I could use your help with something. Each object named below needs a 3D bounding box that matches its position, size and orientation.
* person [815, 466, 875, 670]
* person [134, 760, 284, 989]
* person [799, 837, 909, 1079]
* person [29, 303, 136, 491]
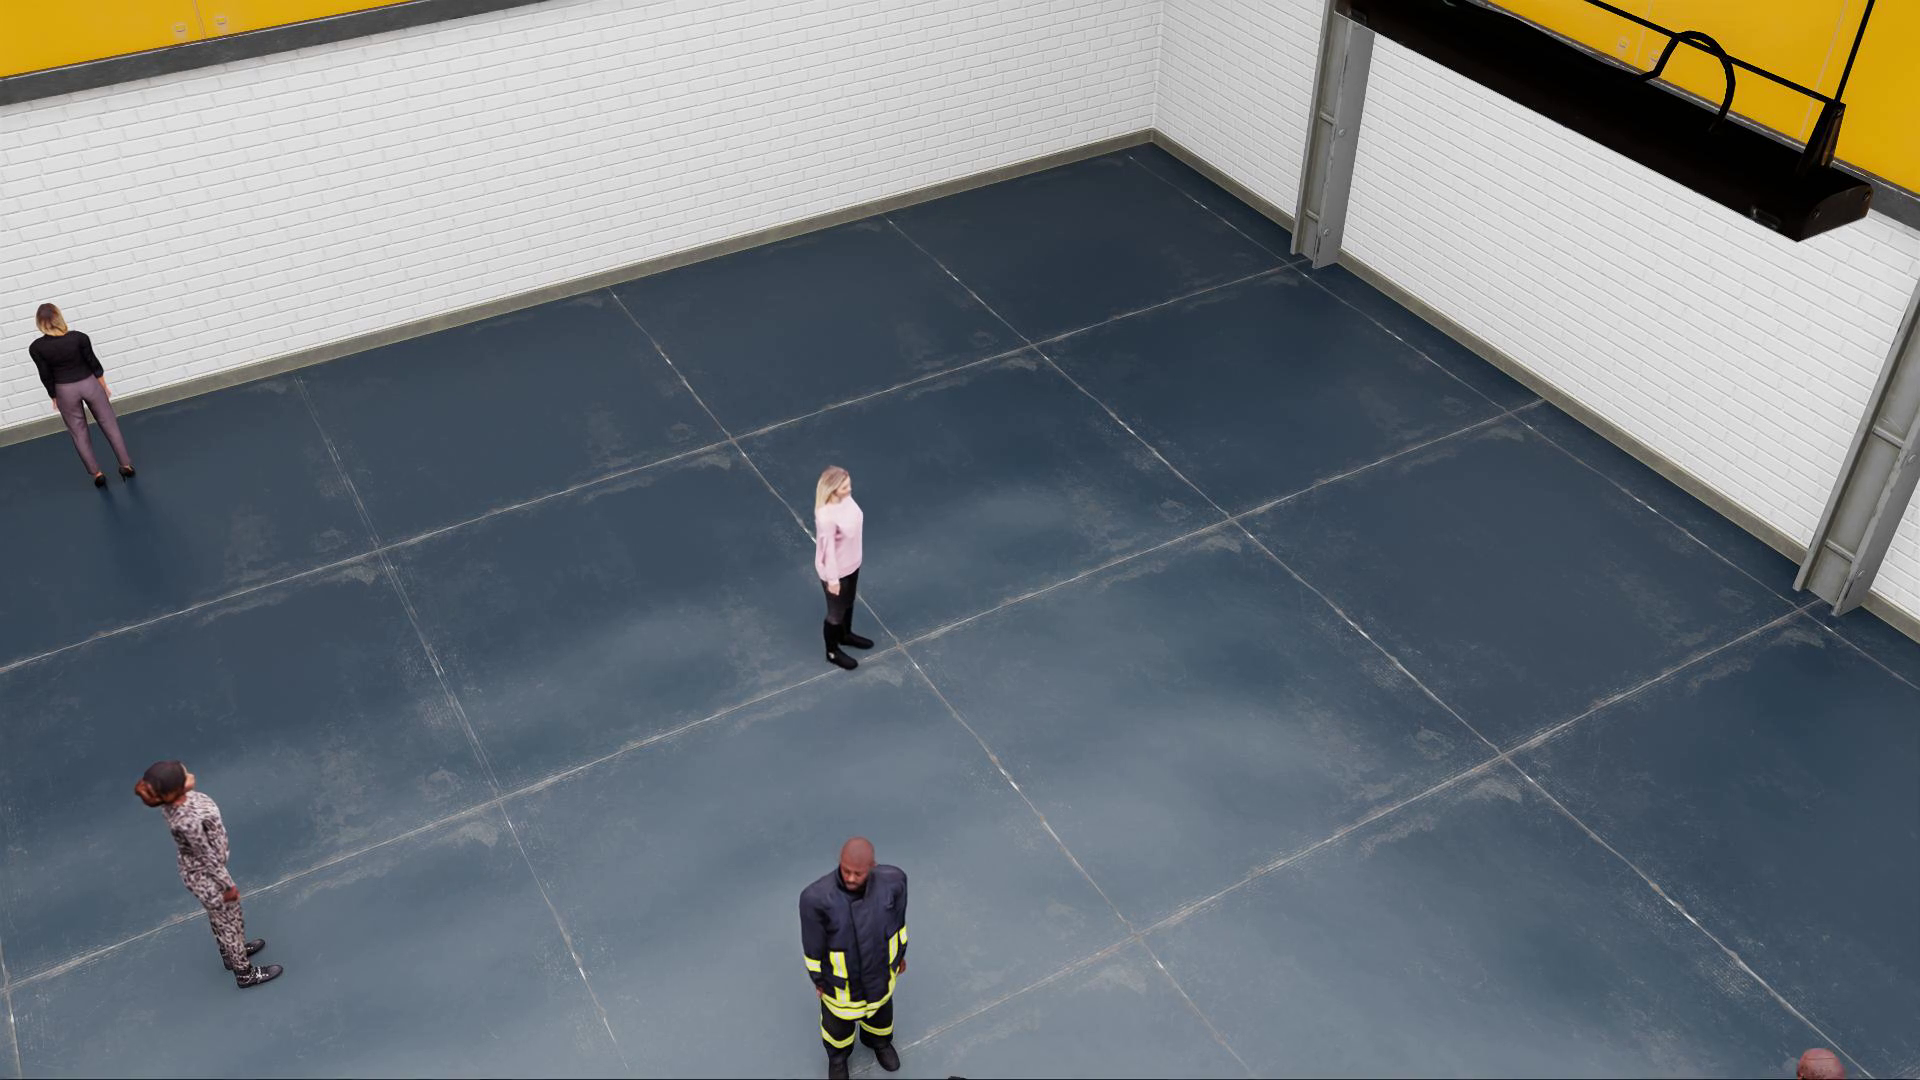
[{"bbox_3d":[-0.851,0.165,11.481,0.743,1.685,0.692,12,40,14],"label":"person"},{"bbox_3d":[-4.225,1.862,9.333,0.651,1.713,0.525,-25,45,-28],"label":"person"},{"bbox_3d":[-0.550,2.194,8.832,0.796,1.820,0.739,-12,40,-14],"label":"person"},{"bbox_3d":[-6.932,-1.129,13.111,0.584,1.672,0.506,-20,43,-23],"label":"person"}]
